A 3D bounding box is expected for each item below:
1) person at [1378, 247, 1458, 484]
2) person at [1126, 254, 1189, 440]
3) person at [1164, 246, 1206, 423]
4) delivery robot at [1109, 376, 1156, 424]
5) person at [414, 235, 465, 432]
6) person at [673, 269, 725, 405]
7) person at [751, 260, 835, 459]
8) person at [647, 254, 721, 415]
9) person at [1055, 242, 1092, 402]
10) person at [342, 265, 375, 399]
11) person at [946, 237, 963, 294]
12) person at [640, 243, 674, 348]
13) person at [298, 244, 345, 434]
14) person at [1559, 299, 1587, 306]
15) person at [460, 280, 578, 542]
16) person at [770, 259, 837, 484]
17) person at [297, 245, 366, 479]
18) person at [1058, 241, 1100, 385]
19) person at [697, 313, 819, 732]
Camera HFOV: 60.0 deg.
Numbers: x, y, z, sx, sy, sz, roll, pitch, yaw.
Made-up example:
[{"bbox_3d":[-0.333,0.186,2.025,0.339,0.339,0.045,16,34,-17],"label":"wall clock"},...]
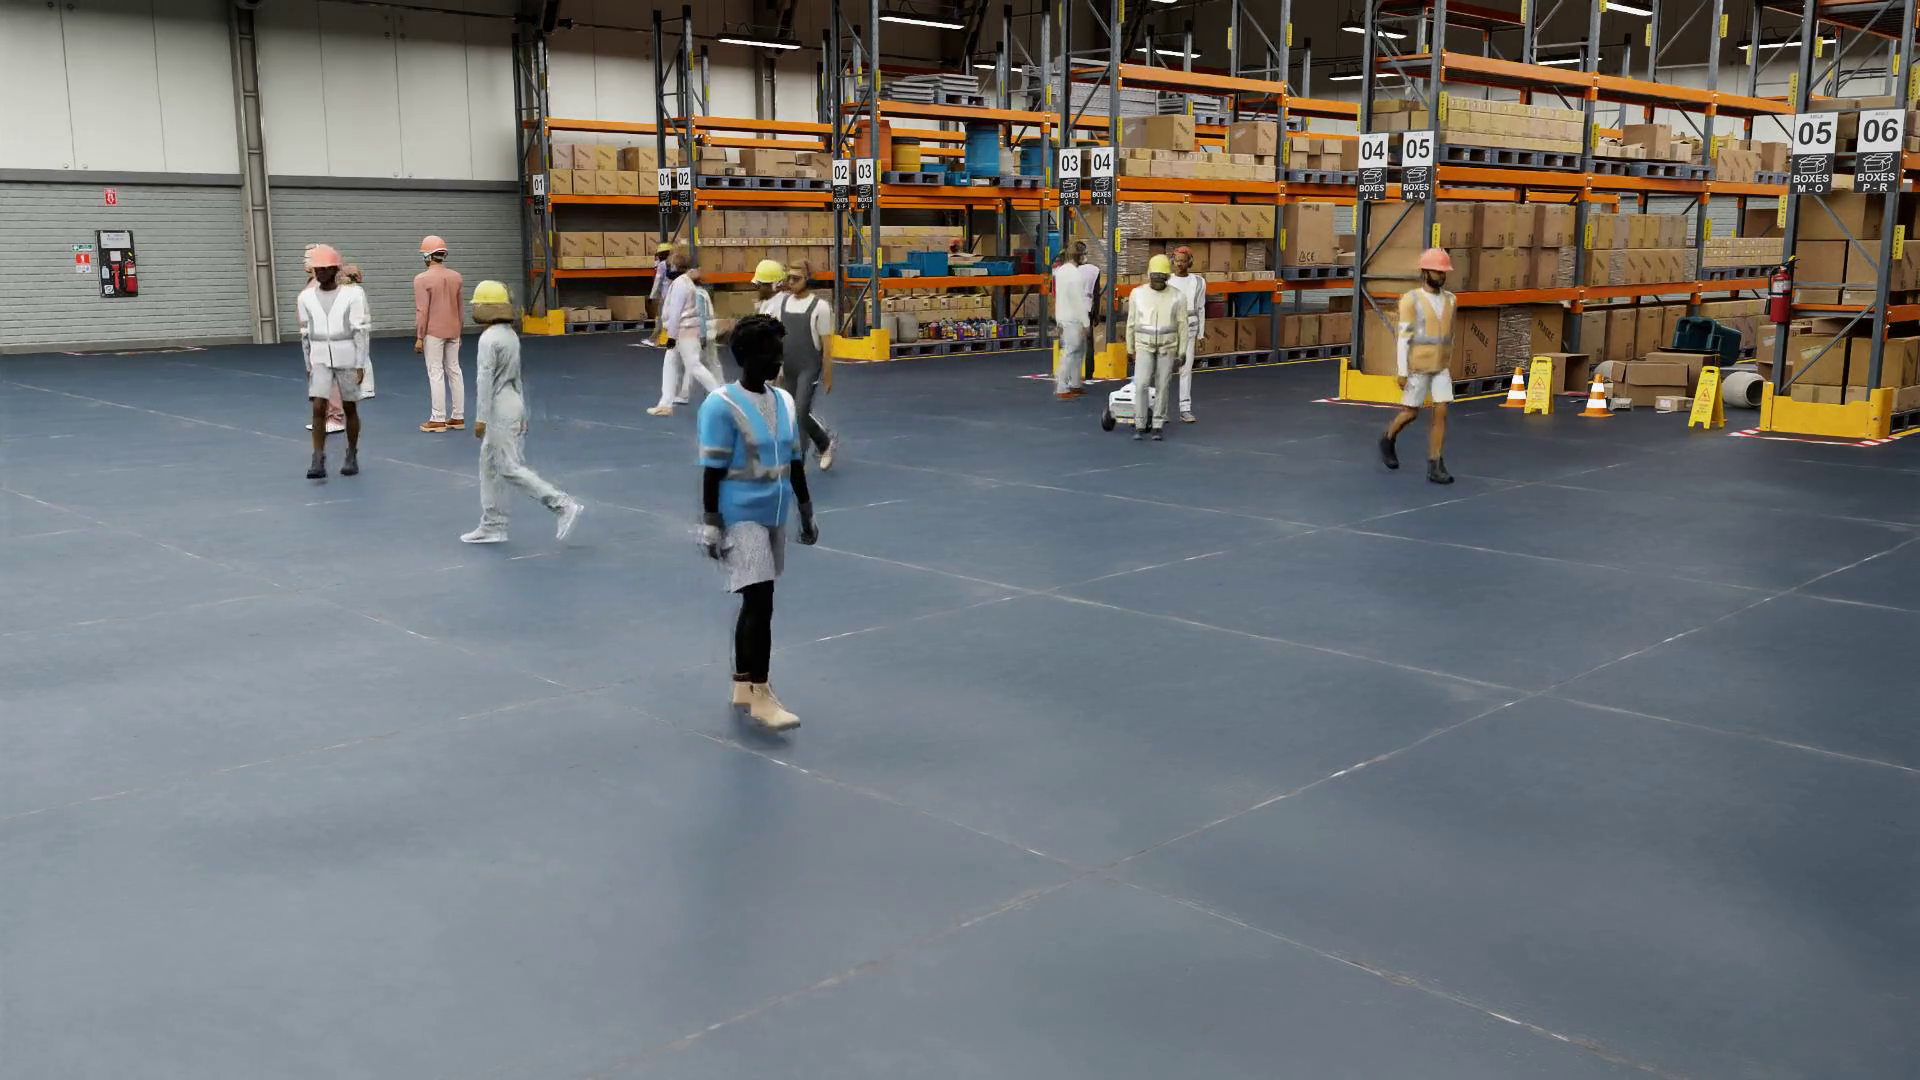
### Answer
[{"bbox_3d":[3.823,-1.458,13.764,0.549,1.913,0.837,-3,11,-18],"label":"person"},{"bbox_3d":[1.921,-1.867,16.227,0.604,1.808,0.674,1,10,6],"label":"person"},{"bbox_3d":[2.360,-2.204,17.878,0.575,1.882,0.359,-2,11,-9],"label":"person"},{"bbox_3d":[1.829,-1.459,17.298,0.477,0.478,0.707,5,12,27],"label":"delivery robot"},{"bbox_3d":[-5.358,-2.121,17.117,0.376,1.995,0.612,6,12,29],"label":"person"},{"bbox_3d":[-3.106,-2.381,19.569,0.781,1.595,0.553,0,10,-2],"label":"person"},{"bbox_3d":[-1.536,-1.563,14.633,0.813,1.797,0.600,-2,11,-10],"label":"person"},{"bbox_3d":[-3.030,-2.293,18.600,0.911,1.805,0.622,-2,10,-8],"label":"person"},{"bbox_3d":[1.451,-2.647,20.192,0.678,1.914,0.650,-3,11,-16],"label":"person"},{"bbox_3d":[-7.453,-2.575,20.598,0.318,1.630,0.513,-5,11,-25],"label":"person"},{"bbox_3d":[-0.052,-5.909,37.872,0.924,1.967,0.616,-10,14,-43],"label":"person"},{"bbox_3d":[-5.200,-4.326,29.529,1.034,1.850,0.600,2,11,9],"label":"person"},{"bbox_3d":[-6.526,-2.054,16.992,0.410,1.909,0.643,-6,12,-31],"label":"person"},{"bbox_3d":[10.447,-4.095,28.273,0.577,1.861,0.842,10,14,43],"label":"person"},{"bbox_3d":[-2.894,-0.823,10.798,0.760,1.716,0.490,0,10,0],"label":"person"},{"bbox_3d":[-1.269,-1.402,13.702,0.520,1.824,0.855,6,12,31],"label":"person"},{"bbox_3d":[-5.181,-1.458,13.722,0.542,1.905,0.896,-2,11,-8],"label":"person"},{"bbox_3d":[1.591,-3.043,22.356,0.589,1.920,0.398,-1,10,-4],"label":"person"},{"bbox_3d":[-0.749,-0.074,6.765,0.568,1.682,0.554,6,12,30],"label":"person"}]
